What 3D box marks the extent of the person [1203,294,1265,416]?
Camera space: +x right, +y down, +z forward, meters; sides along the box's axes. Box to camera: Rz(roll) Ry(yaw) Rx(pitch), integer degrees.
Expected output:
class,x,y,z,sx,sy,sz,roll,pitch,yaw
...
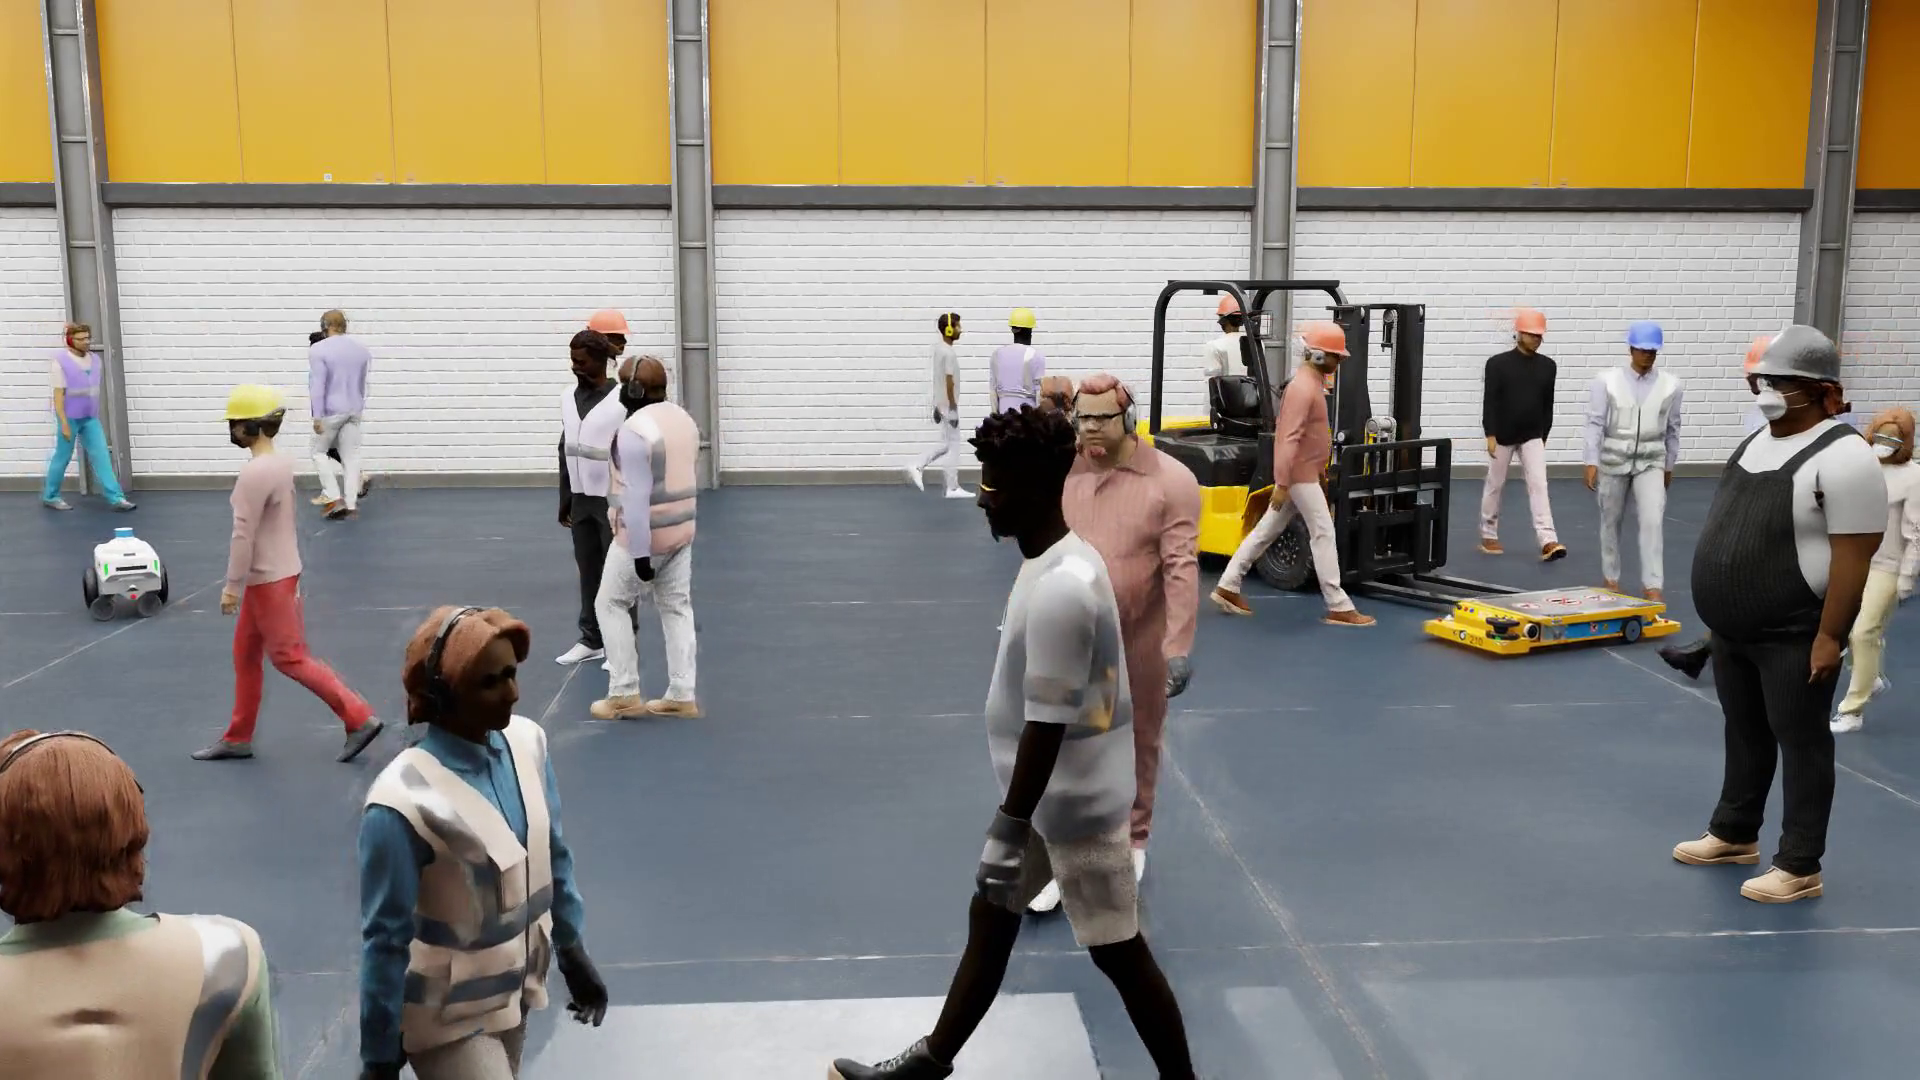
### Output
class,x,y,z,sx,sy,sz,roll,pitch,yaw
person,2.389,-1.142,14.718,0.605,2.045,0.379,-4,10,-23

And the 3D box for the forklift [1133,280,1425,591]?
class,x,y,z,sx,sy,sz,roll,pitch,yaw
forklift,2.301,-0.860,12.475,1.214,2.155,2.313,-6,11,-35

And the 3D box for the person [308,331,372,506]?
class,x,y,z,sx,sy,sz,roll,pitch,yaw
person,-5.983,-1.154,15.890,0.494,1.683,0.547,2,9,13

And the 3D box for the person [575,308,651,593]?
class,x,y,z,sx,sy,sz,roll,pitch,yaw
person,-2.389,-0.582,11.359,0.381,1.995,0.616,2,9,13

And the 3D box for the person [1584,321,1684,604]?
class,x,y,z,sx,sy,sz,roll,pitch,yaw
person,4.474,-0.489,11.056,0.626,1.896,0.974,2,9,14

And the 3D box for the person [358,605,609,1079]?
class,x,y,z,sx,sy,sz,roll,pitch,yaw
person,-1.019,0.902,3.257,0.766,1.606,0.514,2,9,14

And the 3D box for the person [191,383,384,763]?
class,x,y,z,sx,sy,sz,roll,pitch,yaw
person,-3.064,0.159,7.497,0.836,1.736,0.520,-2,9,-11

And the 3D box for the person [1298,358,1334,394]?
class,x,y,z,sx,sy,sz,roll,pitch,yaw
person,3.626,-1.303,16.838,0.320,1.694,0.531,-5,10,-27

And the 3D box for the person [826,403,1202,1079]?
class,x,y,z,sx,sy,sz,roll,pitch,yaw
person,0.181,0.619,4.110,1.008,1.903,0.619,0,9,0

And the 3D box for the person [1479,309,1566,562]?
class,x,y,z,sx,sy,sz,roll,pitch,yaw
person,4.347,-0.799,12.882,0.640,1.942,1.011,-1,9,-6

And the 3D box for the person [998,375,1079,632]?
class,x,y,z,sx,sy,sz,roll,pitch,yaw
person,0.650,-0.220,10.261,0.760,1.611,0.516,1,9,5

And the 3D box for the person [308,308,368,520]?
class,x,y,z,sx,sy,sz,roll,pitch,yaw
person,-5.646,-1.134,15.073,0.498,1.914,0.649,5,10,29

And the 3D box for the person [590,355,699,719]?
class,x,y,z,sx,sy,sz,roll,pitch,yaw
person,-1.599,-0.007,8.298,0.649,1.822,0.632,4,10,25

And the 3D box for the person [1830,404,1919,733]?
class,x,y,z,sx,sy,sz,roll,pitch,yaw
person,4.369,0.143,7.977,0.380,1.609,0.554,-4,10,-21

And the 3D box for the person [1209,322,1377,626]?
class,x,y,z,sx,sy,sz,roll,pitch,yaw
person,2.106,-0.420,10.574,1.062,1.940,0.639,2,9,12

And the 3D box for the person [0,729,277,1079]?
class,x,y,z,sx,sy,sz,roll,pitch,yaw
person,-1.161,1.055,2.215,0.544,1.623,0.370,-8,12,-42

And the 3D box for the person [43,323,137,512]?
class,x,y,z,sx,sy,sz,roll,pitch,yaw
person,-8.212,-1.127,15.474,1.011,1.779,0.589,3,9,18

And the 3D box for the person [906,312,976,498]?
class,x,y,z,sx,sy,sz,roll,pitch,yaw
person,-0.174,-1.324,16.466,0.602,1.855,0.516,-2,9,-10

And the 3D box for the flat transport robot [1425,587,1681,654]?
class,x,y,z,sx,sy,sz,roll,pitch,yaw
flat transport robot,3.616,0.474,10.120,1.431,0.197,0.652,-4,10,-25

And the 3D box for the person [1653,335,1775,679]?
class,x,y,z,sx,sy,sz,roll,pitch,yaw
person,4.313,-0.161,9.047,1.001,1.879,0.574,0,9,2

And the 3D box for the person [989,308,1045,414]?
class,x,y,z,sx,sy,sz,roll,pitch,yaw
person,0.533,-1.077,14.675,0.586,1.928,0.369,7,11,36

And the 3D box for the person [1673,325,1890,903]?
class,x,y,z,sx,sy,sz,roll,pitch,yaw
person,2.895,0.256,5.953,0.537,2.000,0.682,-2,9,-10

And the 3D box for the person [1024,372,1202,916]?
class,x,y,z,sx,sy,sz,roll,pitch,yaw
person,0.504,0.363,5.801,0.654,1.868,0.874,3,10,18

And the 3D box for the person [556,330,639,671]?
class,x,y,z,sx,sy,sz,roll,pitch,yaw
person,-2.023,-0.226,9.381,0.587,1.913,0.390,5,11,31

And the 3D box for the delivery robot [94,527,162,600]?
class,x,y,z,sx,sy,sz,roll,pitch,yaw
delivery robot,-5.461,0.162,10.899,0.477,0.478,0.707,-6,11,-31
